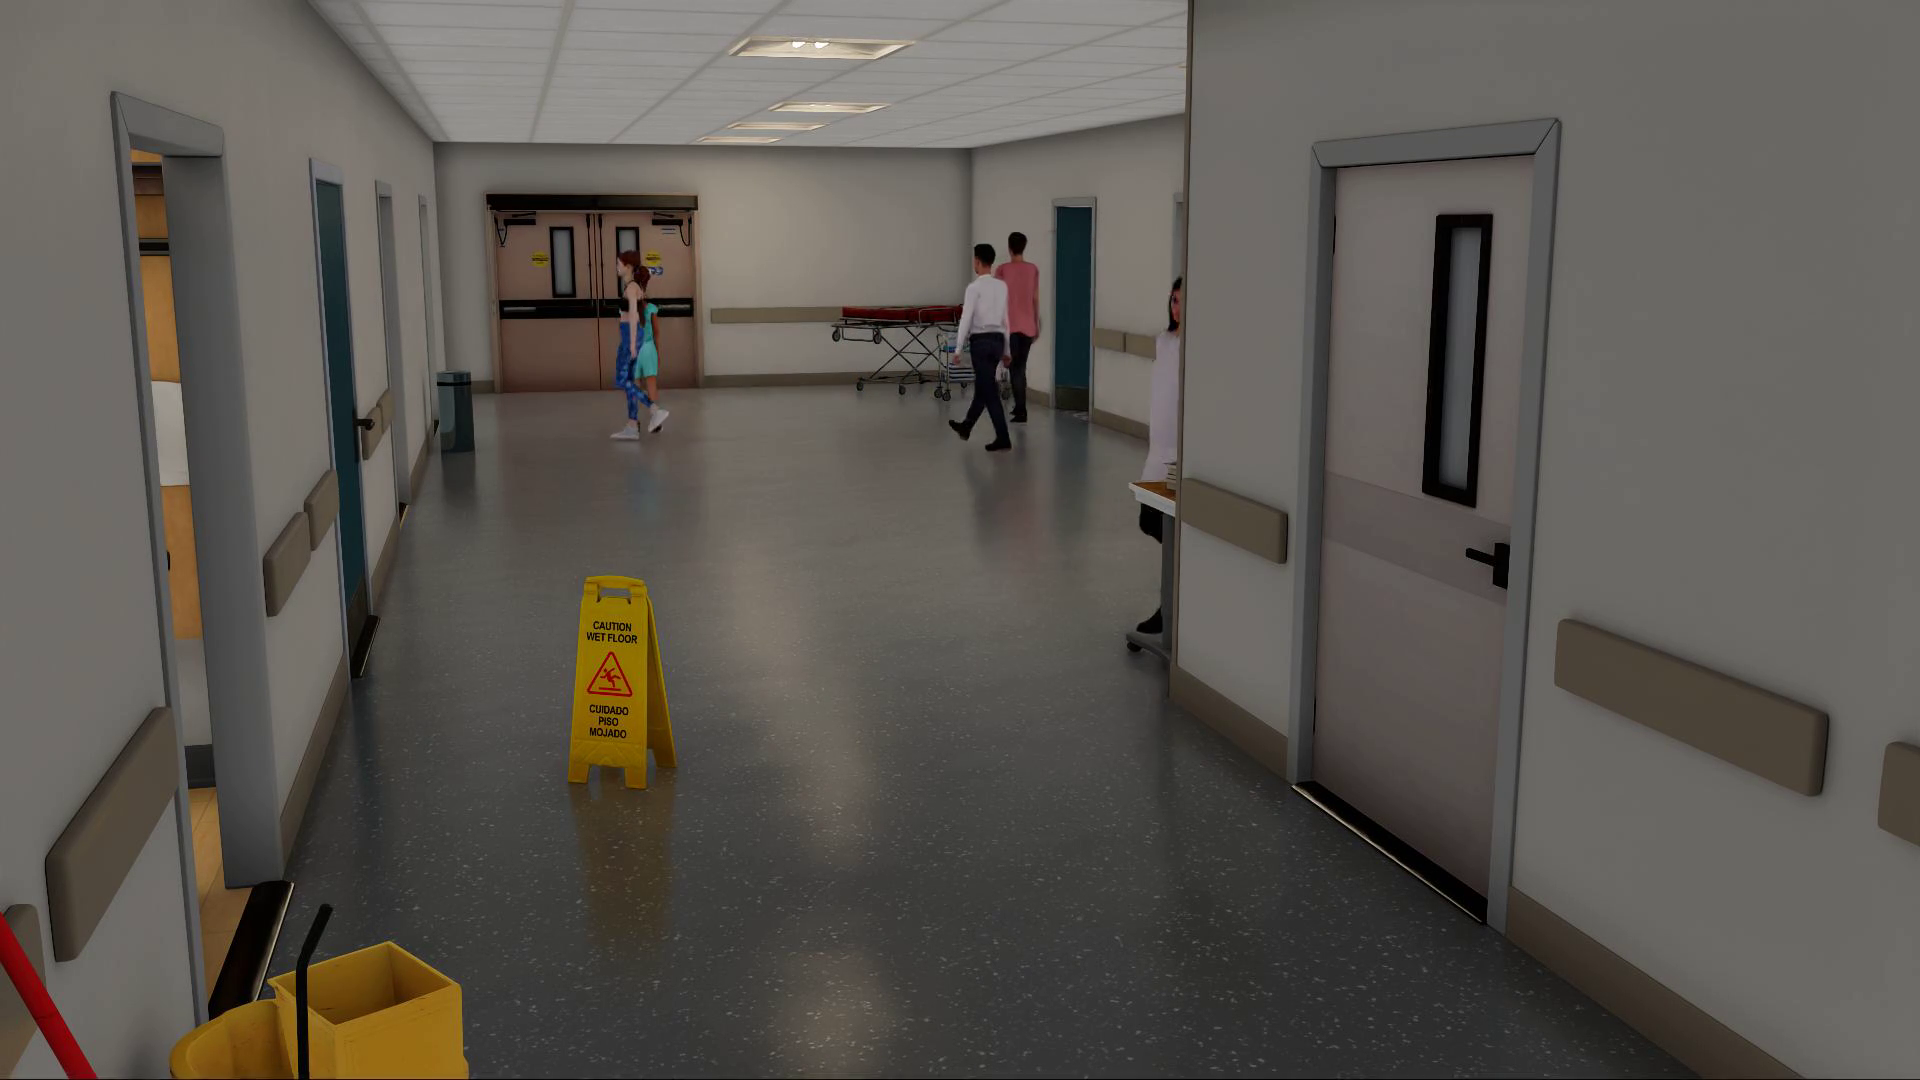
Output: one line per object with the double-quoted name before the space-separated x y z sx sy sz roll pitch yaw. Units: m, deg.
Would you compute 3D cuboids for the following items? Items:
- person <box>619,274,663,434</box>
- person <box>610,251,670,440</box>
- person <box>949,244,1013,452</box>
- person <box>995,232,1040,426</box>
"person" -3.145 -1.841 16.394 0.551 1.557 0.544 -2 11 -11
"person" -3.026 -1.827 15.737 0.734 1.776 0.794 0 11 -2
"person" 0.298 -1.685 14.834 0.989 1.833 1.257 -9 14 -39
"person" 0.616 -2.127 16.891 0.701 1.935 0.911 -5 12 -24
